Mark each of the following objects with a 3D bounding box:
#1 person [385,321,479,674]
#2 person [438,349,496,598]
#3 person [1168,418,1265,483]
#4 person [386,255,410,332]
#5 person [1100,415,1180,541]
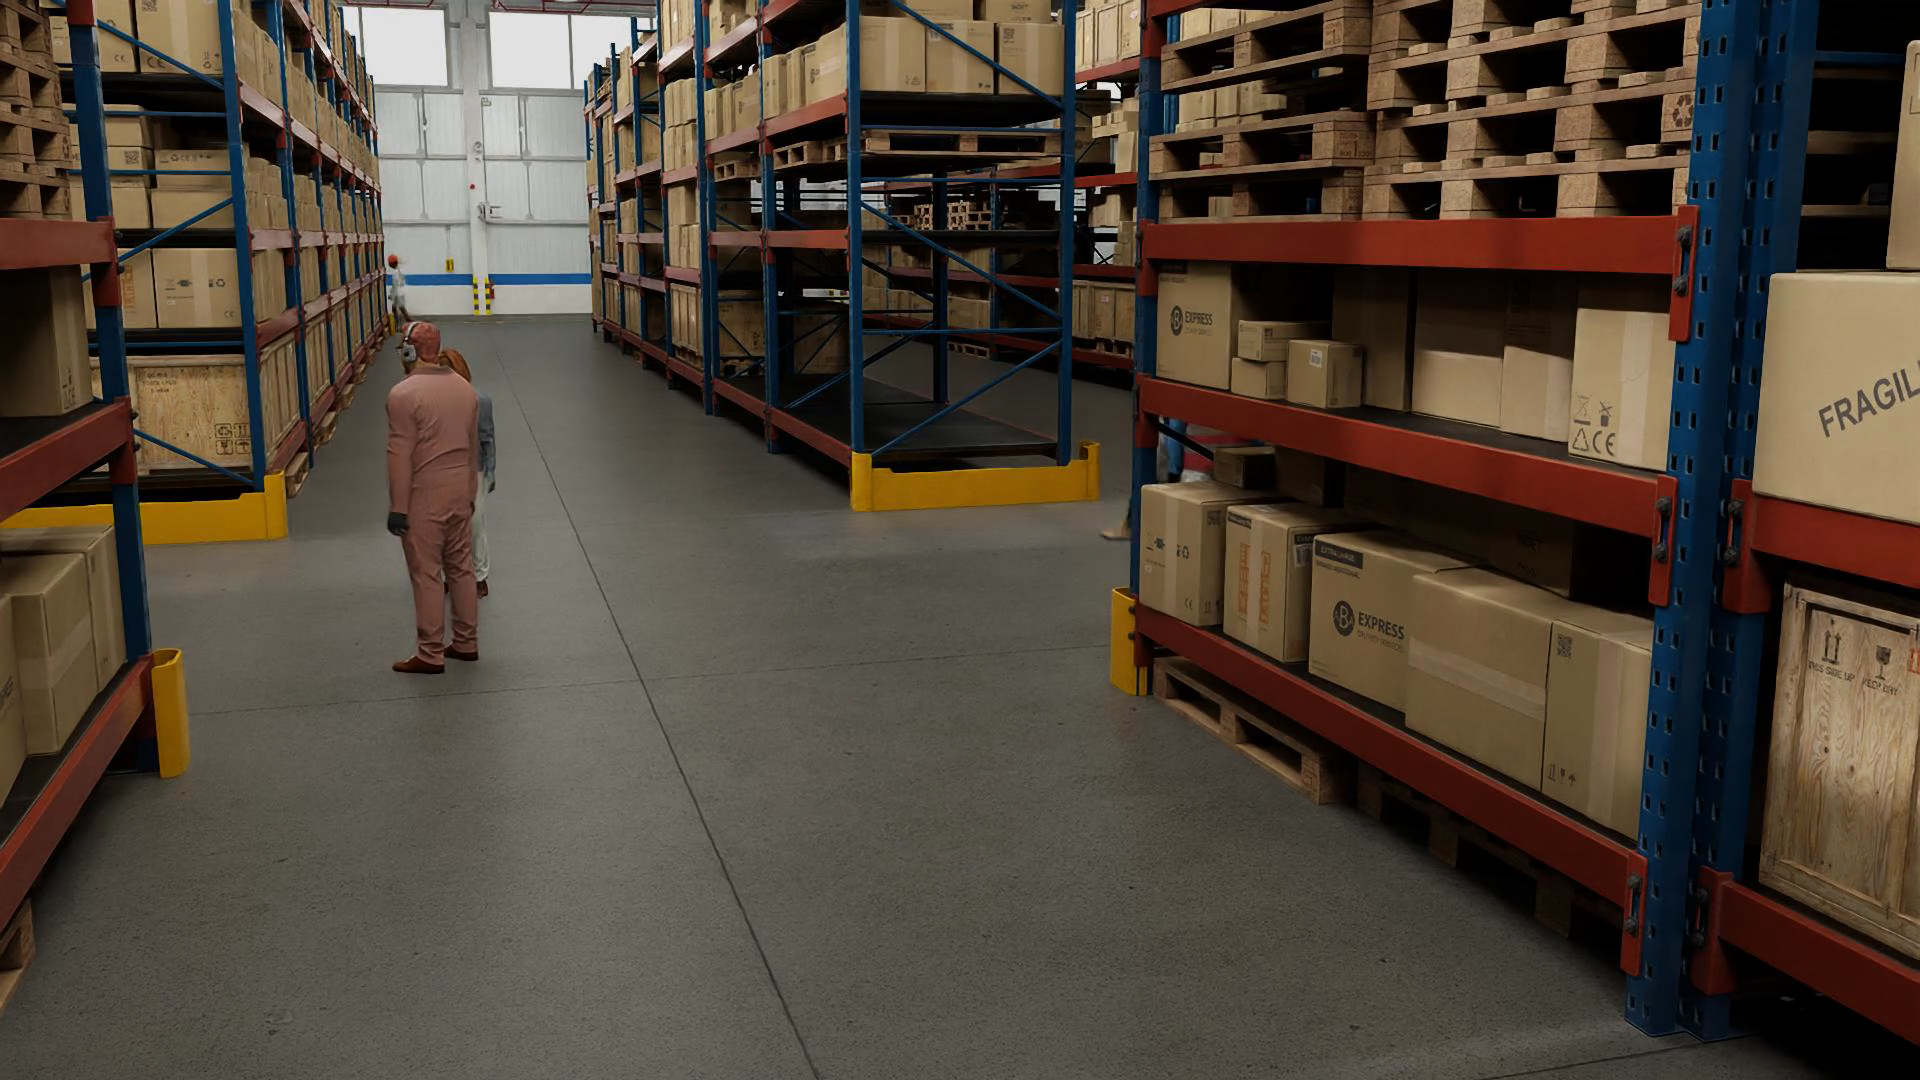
[{"bbox_3d":[-2.882,-0.231,9.041,0.398,1.899,0.650,4,11,20],"label":"person"},{"bbox_3d":[-3.276,-0.427,10.827,0.508,1.632,0.264,0,10,-2],"label":"person"},{"bbox_3d":[1.604,-0.467,10.479,0.626,1.844,0.429,-1,10,-5],"label":"person"},{"bbox_3d":[-13.854,-6.019,40.737,0.837,1.898,0.553,-3,11,-16],"label":"person"},{"bbox_3d":[1.580,-0.806,12.854,0.880,1.655,0.534,2,10,10],"label":"person"}]
